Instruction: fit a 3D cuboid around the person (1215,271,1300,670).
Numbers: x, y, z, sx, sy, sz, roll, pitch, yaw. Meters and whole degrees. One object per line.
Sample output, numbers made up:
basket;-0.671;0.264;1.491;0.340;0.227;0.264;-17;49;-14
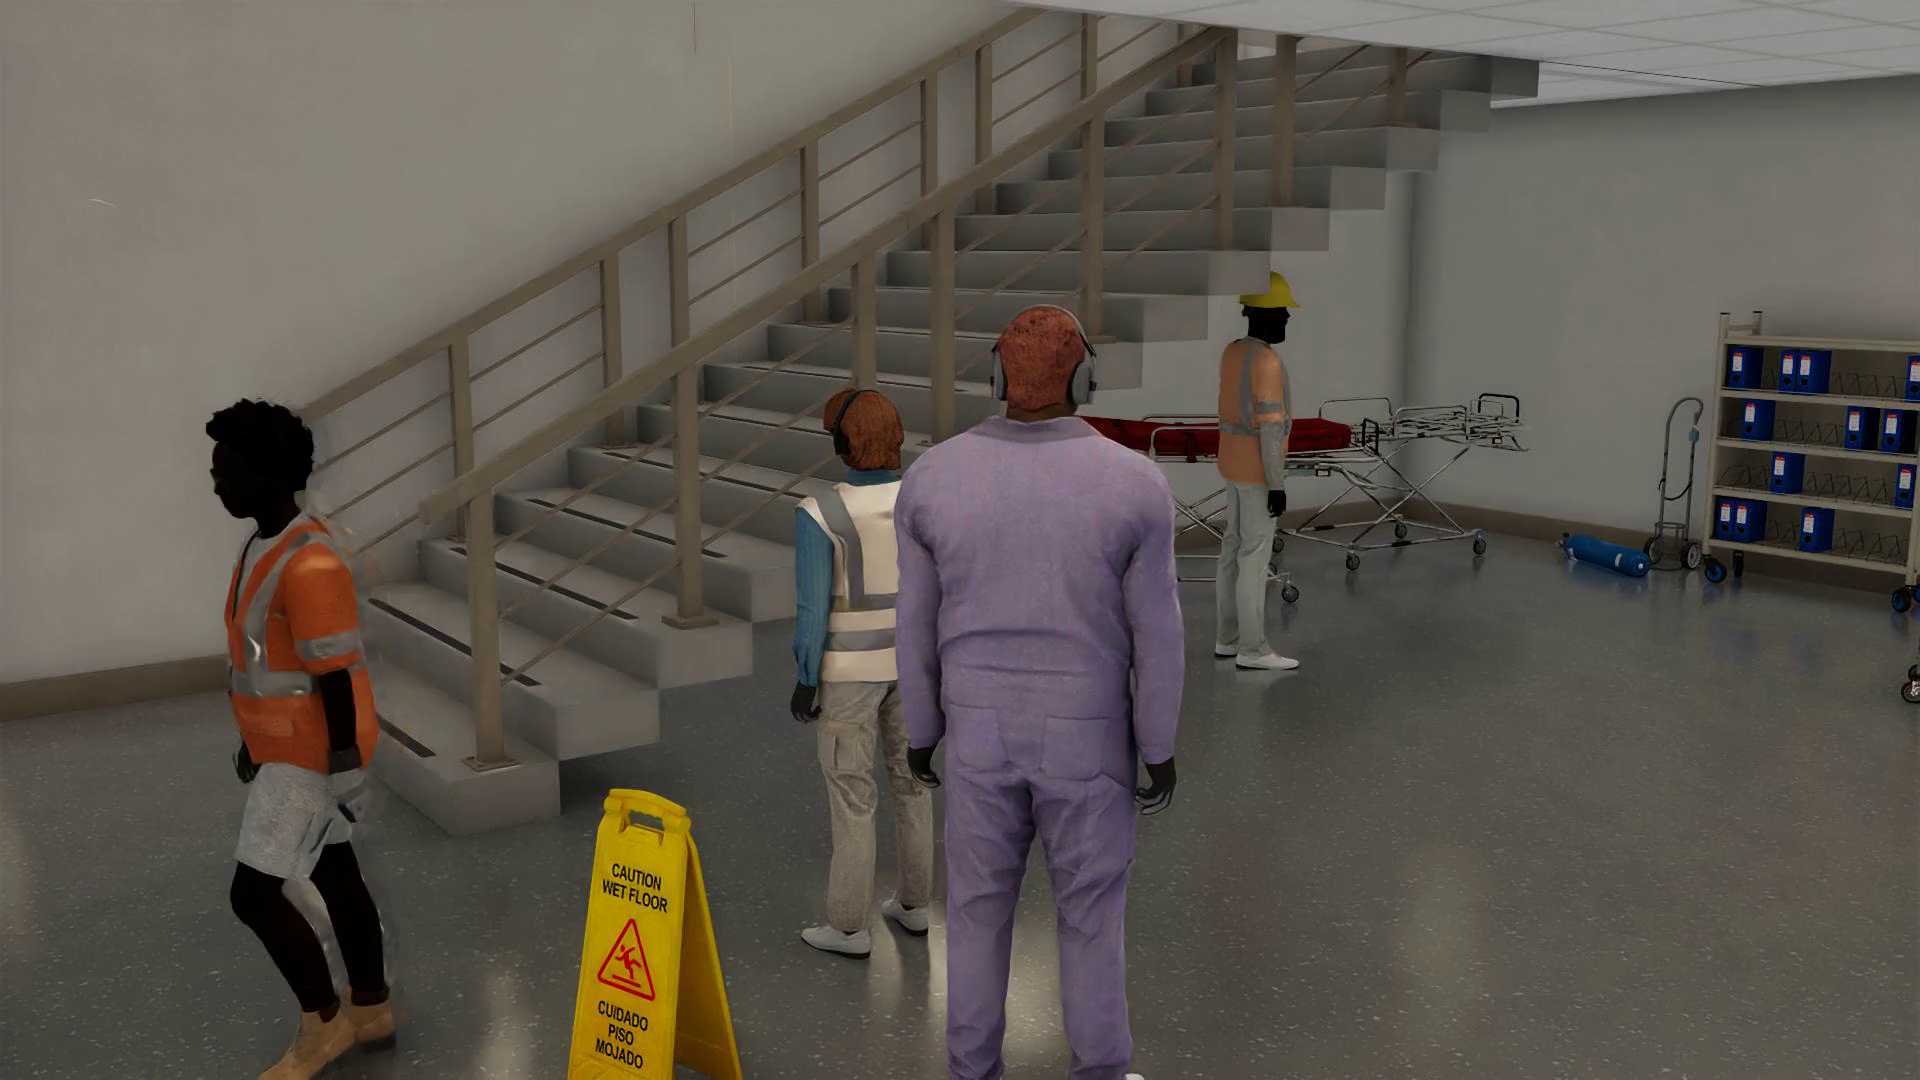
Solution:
person;1.446;-0.337;8.104;0.370;1.929;0.585;-2;10;-12

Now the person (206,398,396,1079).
person;-1.605;0.501;3.963;0.489;1.677;0.555;-6;11;-30

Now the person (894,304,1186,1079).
person;0.186;0.424;3.792;0.655;1.904;0.407;3;10;15

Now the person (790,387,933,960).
person;-0.259;0.384;4.786;0.514;1.641;0.307;-9;13;-41
